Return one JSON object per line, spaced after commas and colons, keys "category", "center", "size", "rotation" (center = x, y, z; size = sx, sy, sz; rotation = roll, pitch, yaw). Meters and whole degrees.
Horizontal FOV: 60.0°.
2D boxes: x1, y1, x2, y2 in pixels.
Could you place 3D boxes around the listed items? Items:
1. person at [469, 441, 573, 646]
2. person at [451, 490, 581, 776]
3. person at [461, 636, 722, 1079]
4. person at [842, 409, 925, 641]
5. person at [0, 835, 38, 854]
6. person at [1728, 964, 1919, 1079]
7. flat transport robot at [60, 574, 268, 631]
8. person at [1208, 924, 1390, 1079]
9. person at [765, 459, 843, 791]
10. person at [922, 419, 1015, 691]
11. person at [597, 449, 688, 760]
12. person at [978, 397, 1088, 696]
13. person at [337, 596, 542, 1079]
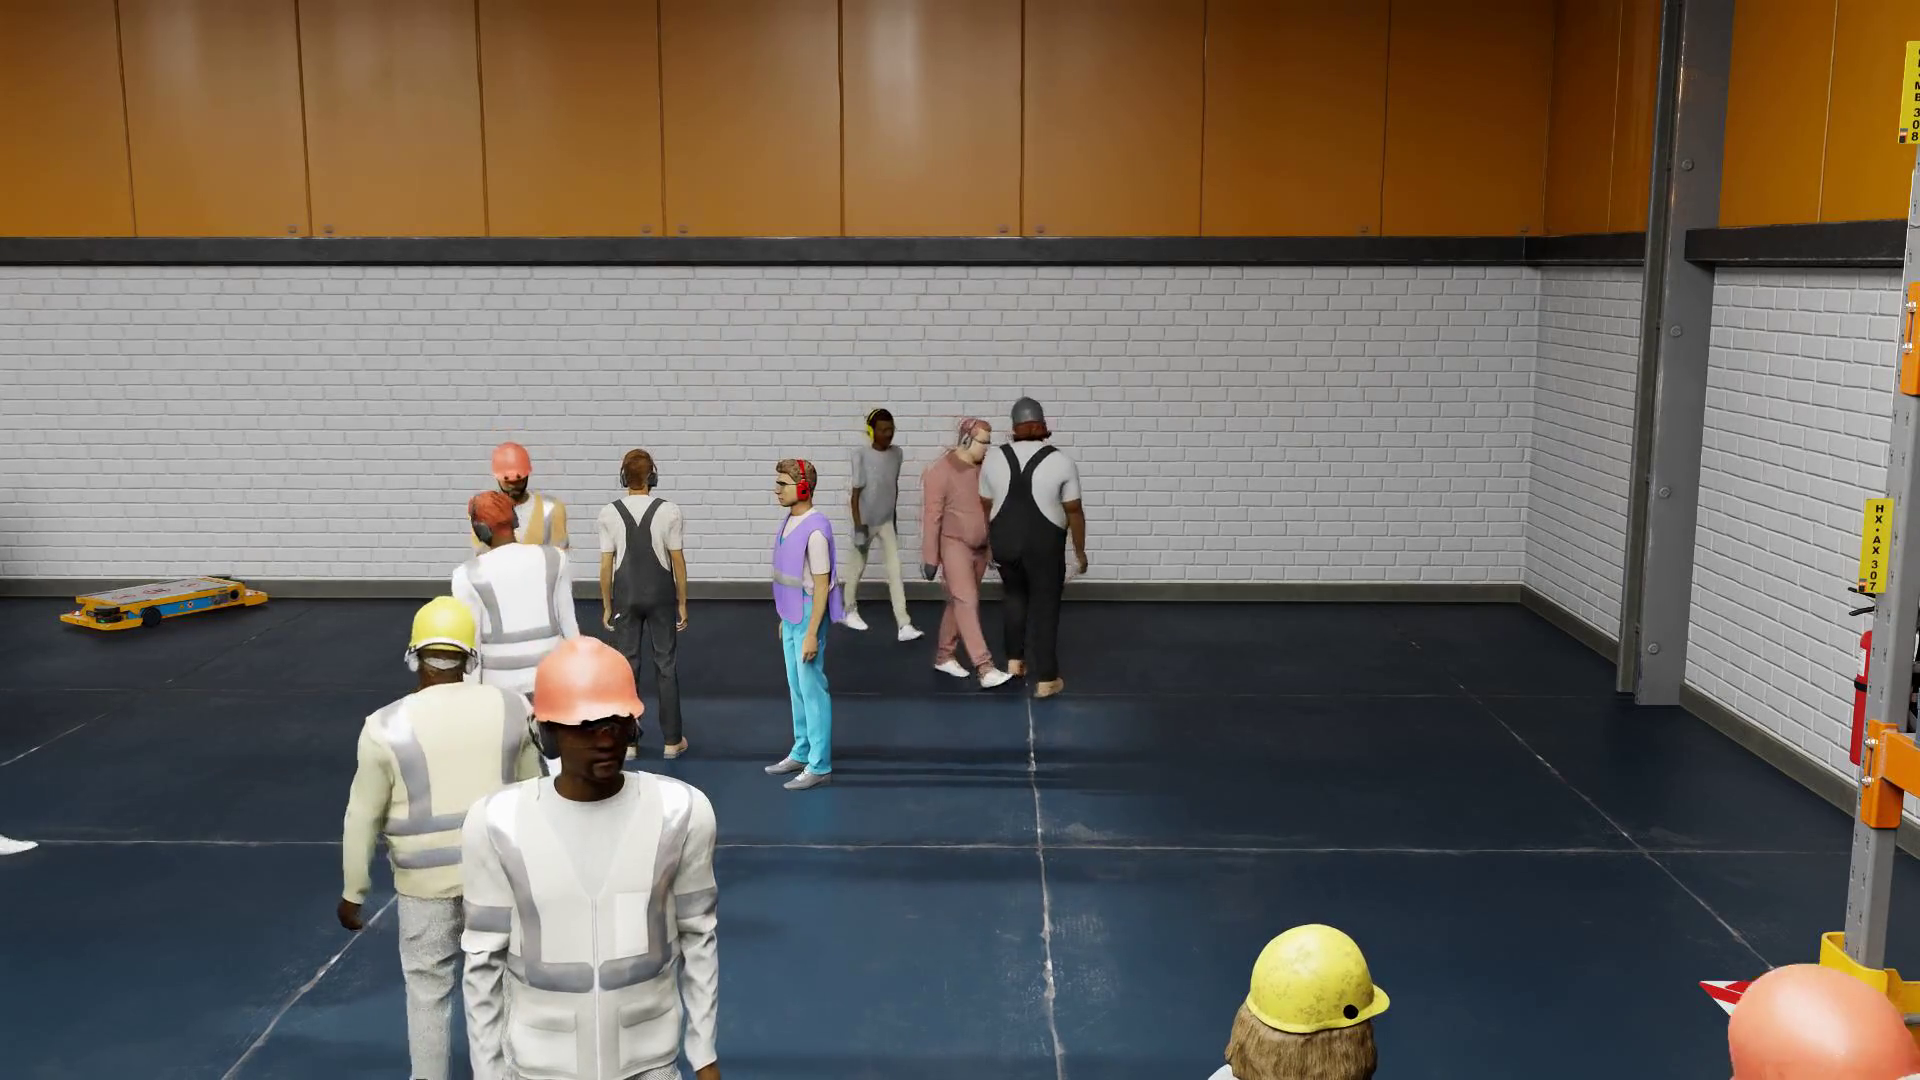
{"category": "person", "center": [-2.533, 0.364, 9.676], "size": [0.575, 1.911, 0.484], "rotation": [-3, 10, -15]}
{"category": "person", "center": [-2.054, 0.685, 7.929], "size": [0.647, 1.858, 0.655], "rotation": [-6, 11, -31]}
{"category": "person", "center": [-0.883, 1.236, 4.047], "size": [0.615, 2.047, 0.360], "rotation": [-2, 10, -14]}
{"category": "person", "center": [-0.646, -0.129, 12.962], "size": [0.532, 1.805, 1.032], "rotation": [-7, 12, -36]}
{"category": "person", "center": [-4.957, 0.726, 7.851], "size": [0.894, 1.846, 0.509], "rotation": [-7, 11, -34]}
{"category": "person", "center": [1.199, 1.577, 2.290], "size": [0.632, 1.948, 0.607], "rotation": [4, 10, 22]}
{"category": "flat transport robot", "center": [-6.566, 0.502, 13.758], "size": [0.652, 0.197, 1.431], "rotation": [6, 11, 33]}
{"category": "person", "center": [0.625, 1.548, 3.086], "size": [0.297, 1.745, 0.484], "rotation": [-4, 10, -25]}
{"category": "person", "center": [-0.865, 0.462, 9.287], "size": [0.389, 1.847, 0.566], "rotation": [-4, 10, -23]}
{"category": "person", "center": [0.126, 0.097, 11.462], "size": [0.953, 1.851, 0.647], "rotation": [8, 12, 40]}
{"category": "person", "center": [-1.854, 0.384, 9.777], "size": [0.504, 1.839, 0.344], "rotation": [-1, 10, -4]}
{"category": "person", "center": [0.528, 0.013, 11.394], "size": [0.742, 2.000, 0.648], "rotation": [3, 10, 20]}
{"category": "person", "center": [-1.705, 1.098, 5.555], "size": [0.680, 1.820, 0.423], "rotation": [-7, 12, -36]}
